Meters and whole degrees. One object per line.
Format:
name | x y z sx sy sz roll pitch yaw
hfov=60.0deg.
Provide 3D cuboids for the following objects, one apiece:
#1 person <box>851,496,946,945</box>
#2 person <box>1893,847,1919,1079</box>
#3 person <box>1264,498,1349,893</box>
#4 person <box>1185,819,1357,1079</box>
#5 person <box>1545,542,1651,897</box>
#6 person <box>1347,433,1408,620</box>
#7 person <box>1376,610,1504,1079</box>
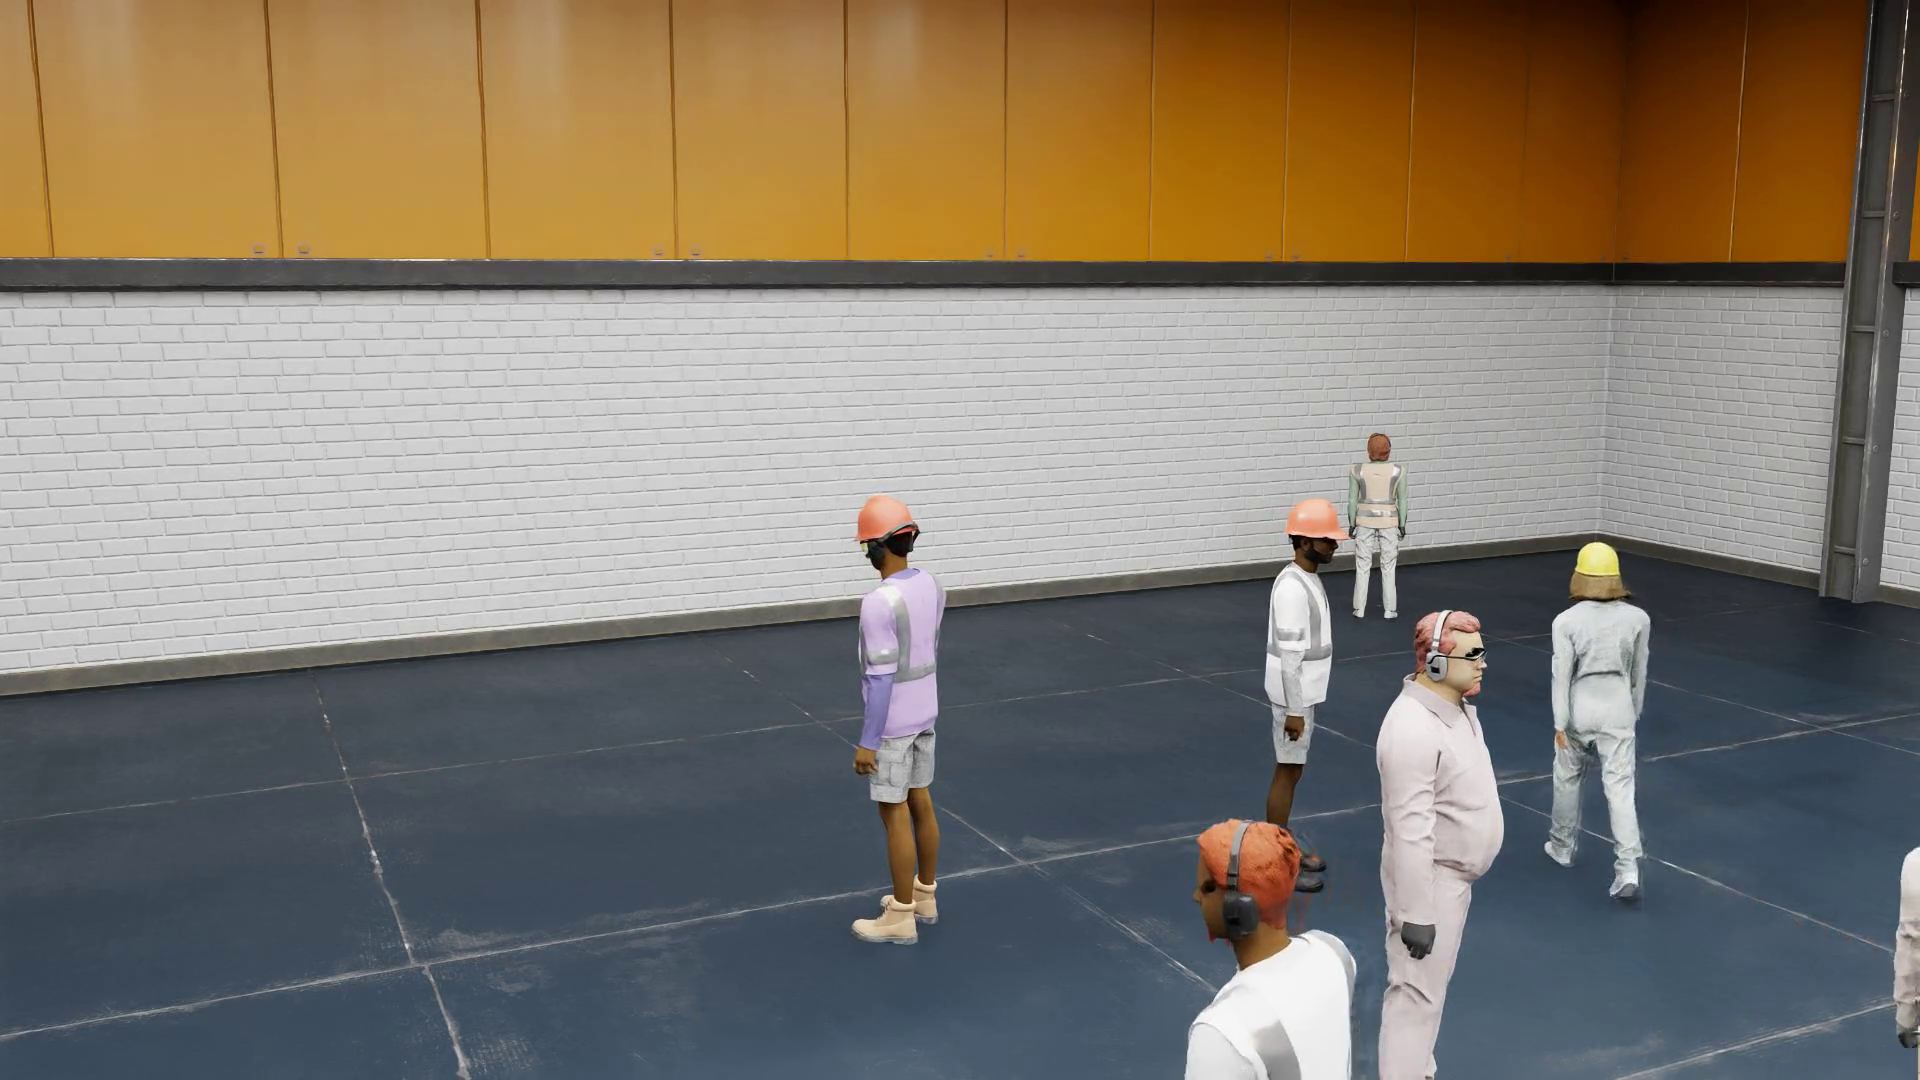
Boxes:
person | -0.305 0.812 7.545 0.393 2.036 0.605 4 10 25
person | 3.080 1.435 4.983 0.514 1.612 0.649 8 12 39
person | 1.702 0.752 8.223 0.377 1.936 0.549 3 10 18
person | 0.540 1.511 3.744 0.819 1.862 0.605 7 11 35
person | 3.163 0.868 8.209 0.486 1.708 0.839 1 9 6
person | 3.637 -0.114 14.507 0.514 1.645 0.307 2 9 15
person | 1.634 1.177 5.684 0.409 1.908 0.647 4 10 25
